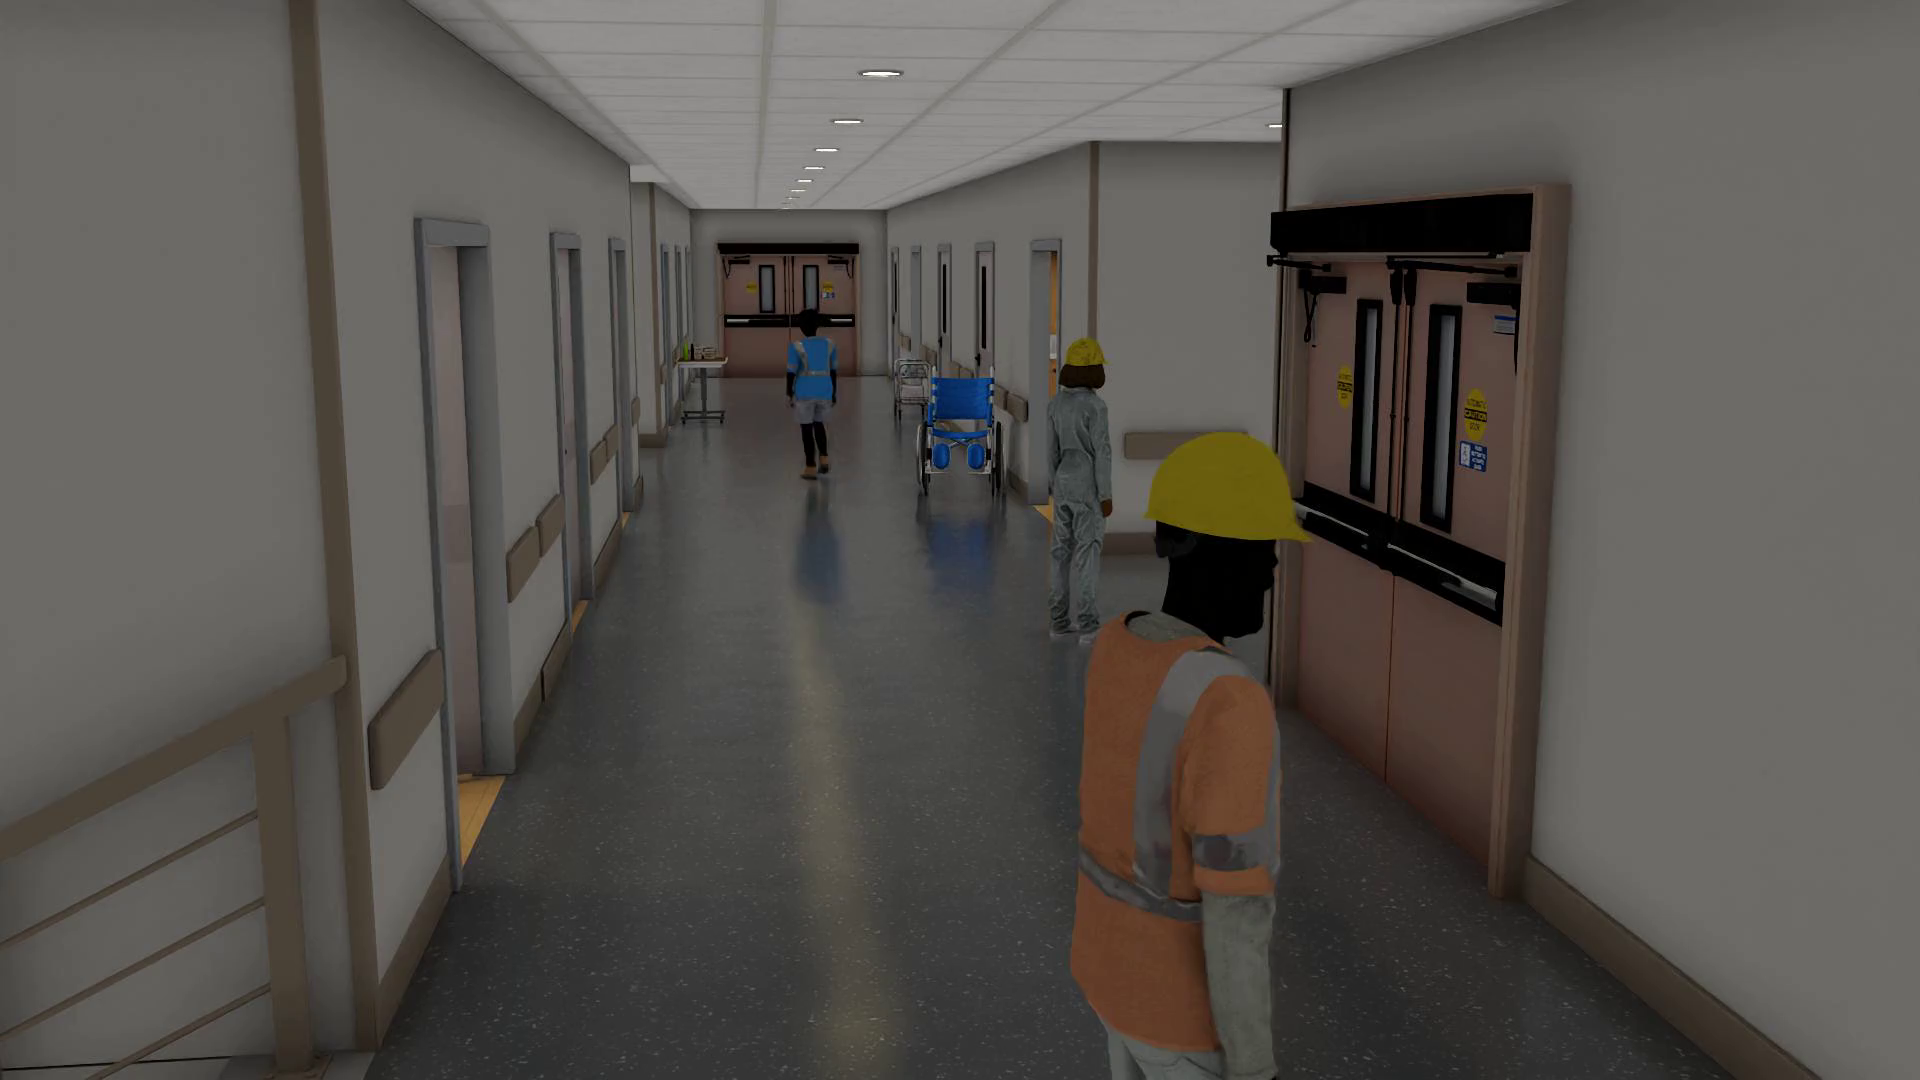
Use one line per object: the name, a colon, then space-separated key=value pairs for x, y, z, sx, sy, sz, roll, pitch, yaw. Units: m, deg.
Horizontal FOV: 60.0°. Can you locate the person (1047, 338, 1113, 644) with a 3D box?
person: x=0.704 y=-0.282 z=9.543 sx=0.299 sy=1.745 sz=0.483 roll=-8 pitch=12 yaw=-38

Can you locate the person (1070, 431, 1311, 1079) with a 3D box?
person: x=0.404 y=0.767 z=2.927 sx=0.411 sy=1.918 sz=0.593 roll=-3 pitch=10 yaw=-16

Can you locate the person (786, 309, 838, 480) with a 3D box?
person: x=-1.472 y=-1.438 z=16.438 sx=0.549 sy=1.681 sz=0.385 roll=-6 pitch=11 yaw=-31
